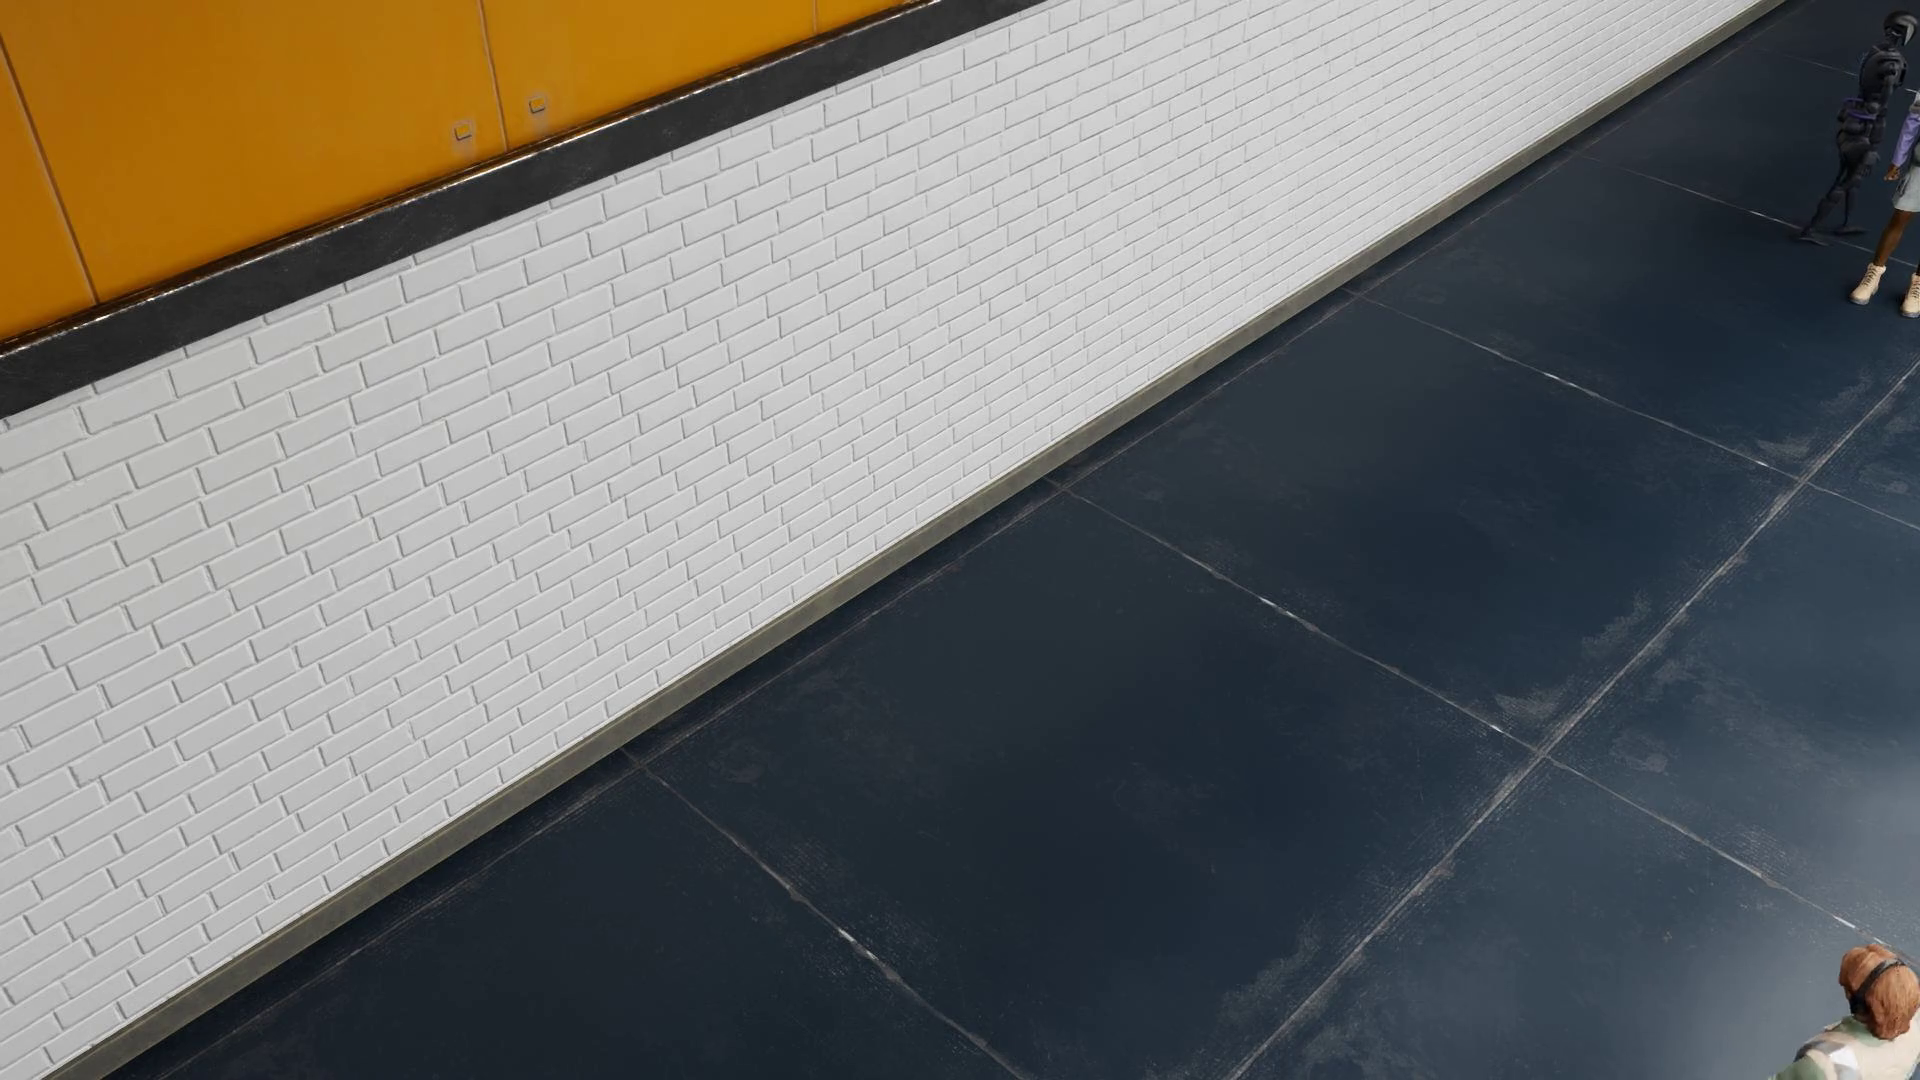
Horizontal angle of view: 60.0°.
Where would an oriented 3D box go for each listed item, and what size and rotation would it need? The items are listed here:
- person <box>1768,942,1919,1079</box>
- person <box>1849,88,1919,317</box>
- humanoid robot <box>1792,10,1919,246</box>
[{"bbox_3d":[2.746,1.880,5.500,0.511,1.596,0.836,-20,43,-24],"label":"person"},{"bbox_3d":[6.187,-2.356,10.447,0.613,2.040,0.390,22,44,25],"label":"person"},{"bbox_3d":[6.166,-2.751,11.236,0.581,1.639,0.608,8,39,10],"label":"humanoid robot"}]
